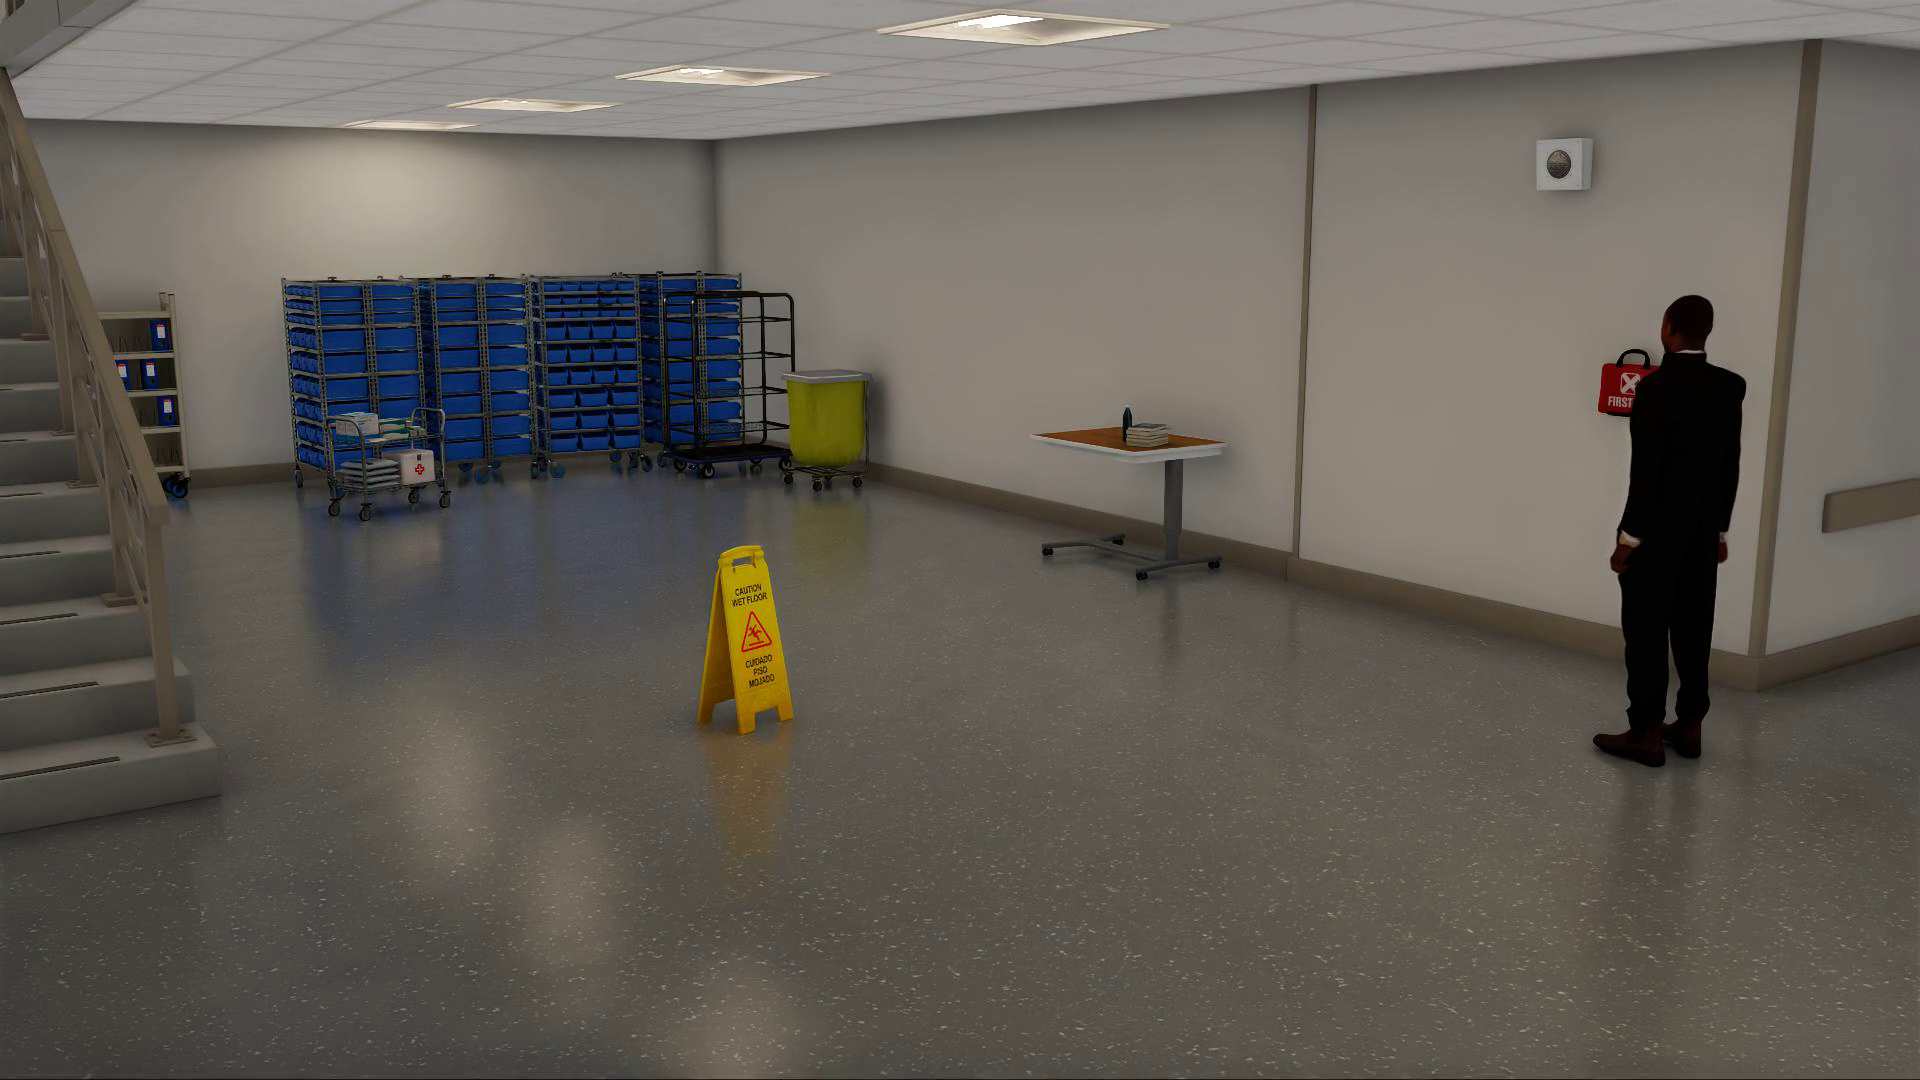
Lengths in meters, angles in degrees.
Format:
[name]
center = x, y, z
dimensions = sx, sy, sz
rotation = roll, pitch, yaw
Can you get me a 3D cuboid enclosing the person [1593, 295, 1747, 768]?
[person]
center = 2.914, -0.043, 6.792
dimensions = 0.764, 1.904, 0.710
rotation = -4, 11, -19
